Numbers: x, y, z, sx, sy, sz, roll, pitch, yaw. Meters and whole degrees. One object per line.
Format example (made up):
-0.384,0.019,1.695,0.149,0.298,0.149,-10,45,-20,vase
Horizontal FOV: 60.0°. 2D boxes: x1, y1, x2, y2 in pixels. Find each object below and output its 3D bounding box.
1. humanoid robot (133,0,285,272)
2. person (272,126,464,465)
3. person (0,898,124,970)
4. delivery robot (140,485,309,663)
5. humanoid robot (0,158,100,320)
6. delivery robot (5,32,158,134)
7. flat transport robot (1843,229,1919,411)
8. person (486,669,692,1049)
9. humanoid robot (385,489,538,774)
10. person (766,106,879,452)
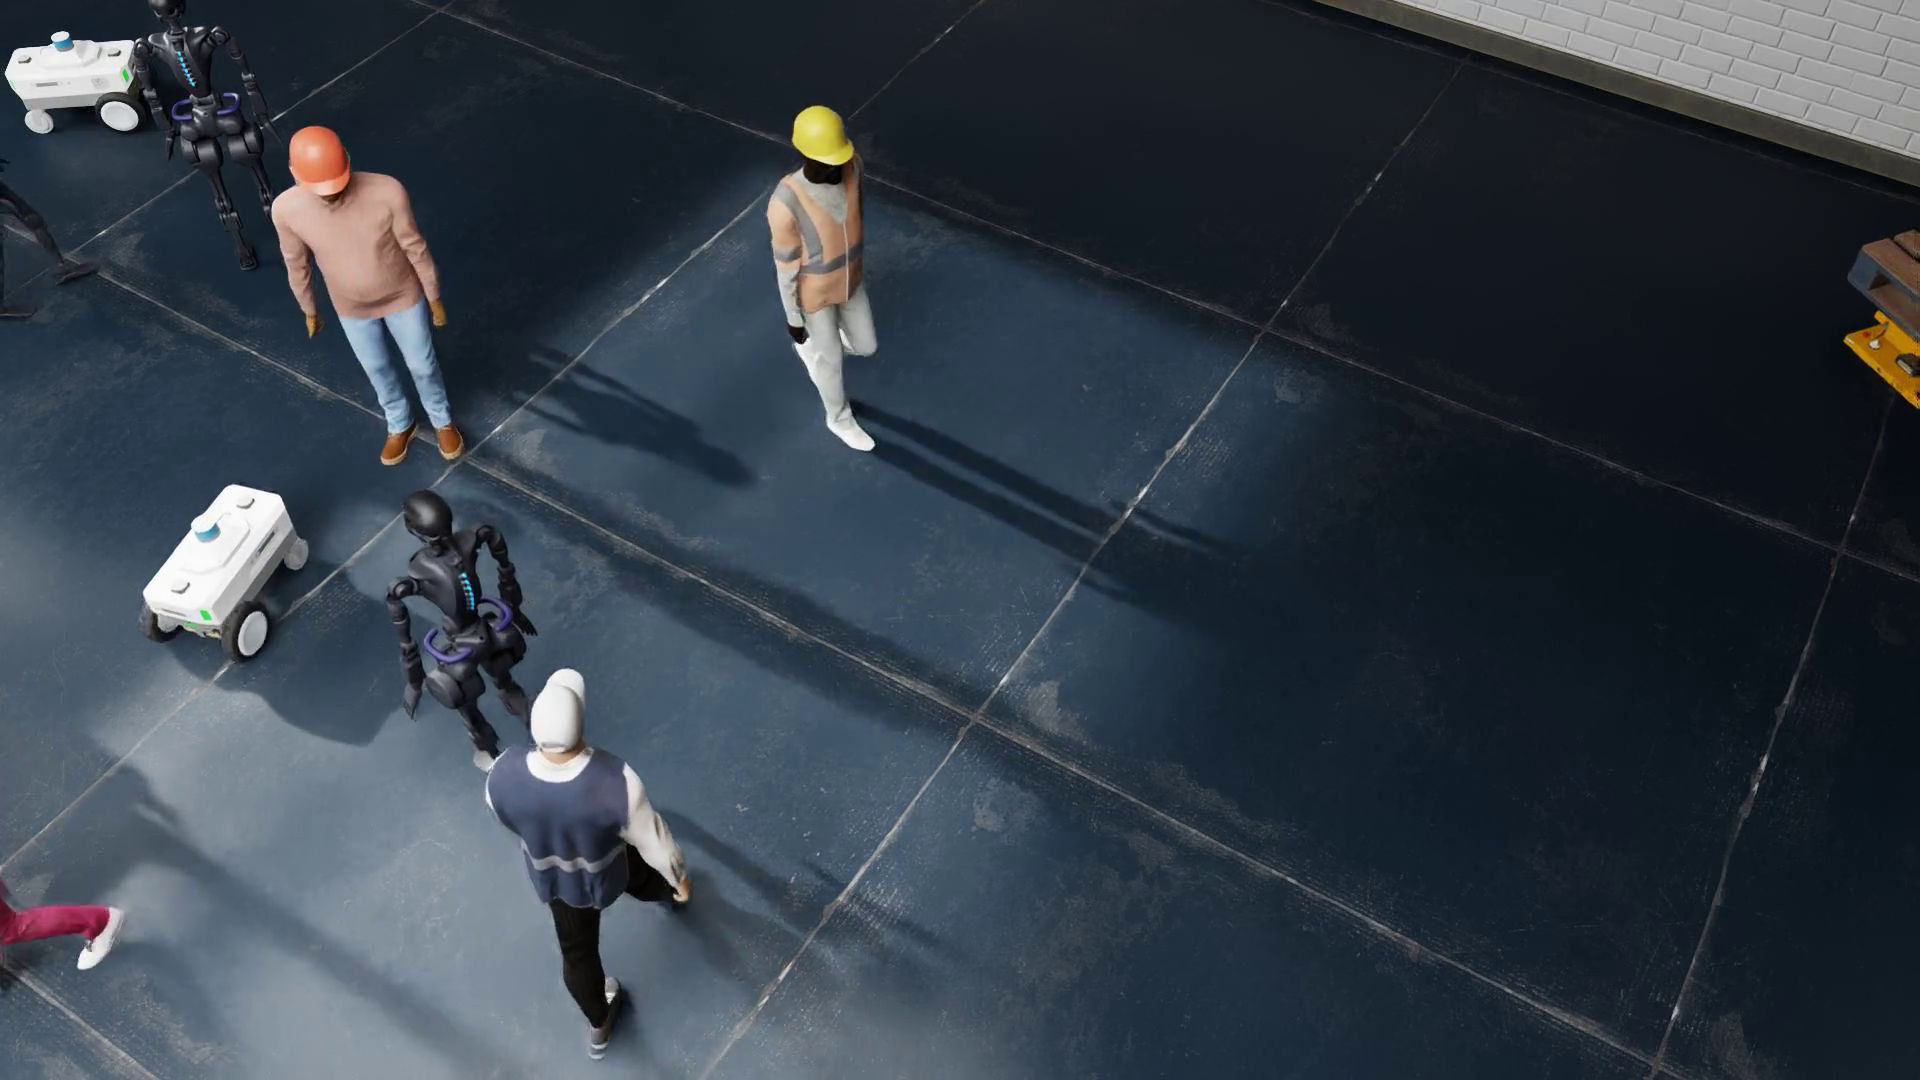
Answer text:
-3.926,-2.169,8.767,0.599,1.657,0.315,-11,50,-10,humanoid robot
-2.711,-1.084,7.640,0.664,1.971,0.448,-7,49,-6,person
-3.590,1.190,5.889,0.511,1.605,0.745,31,56,24,person
-3.329,0.142,7.506,0.499,0.601,0.783,12,50,11,delivery robot
-5.007,-1.865,8.515,0.625,1.639,0.614,-21,52,-17,humanoid robot
-5.301,-2.781,10.069,0.811,0.613,0.499,-6,49,-5,delivery robot
5.469,-1.067,8.748,1.431,0.231,0.659,-17,51,-14,flat transport robot
-1.320,1.065,5.923,0.741,1.713,0.901,0,49,0,person
-1.909,0.440,6.497,0.380,1.651,0.608,31,56,24,humanoid robot
-0.645,-1.231,7.802,0.541,1.910,0.591,34,57,26,person
